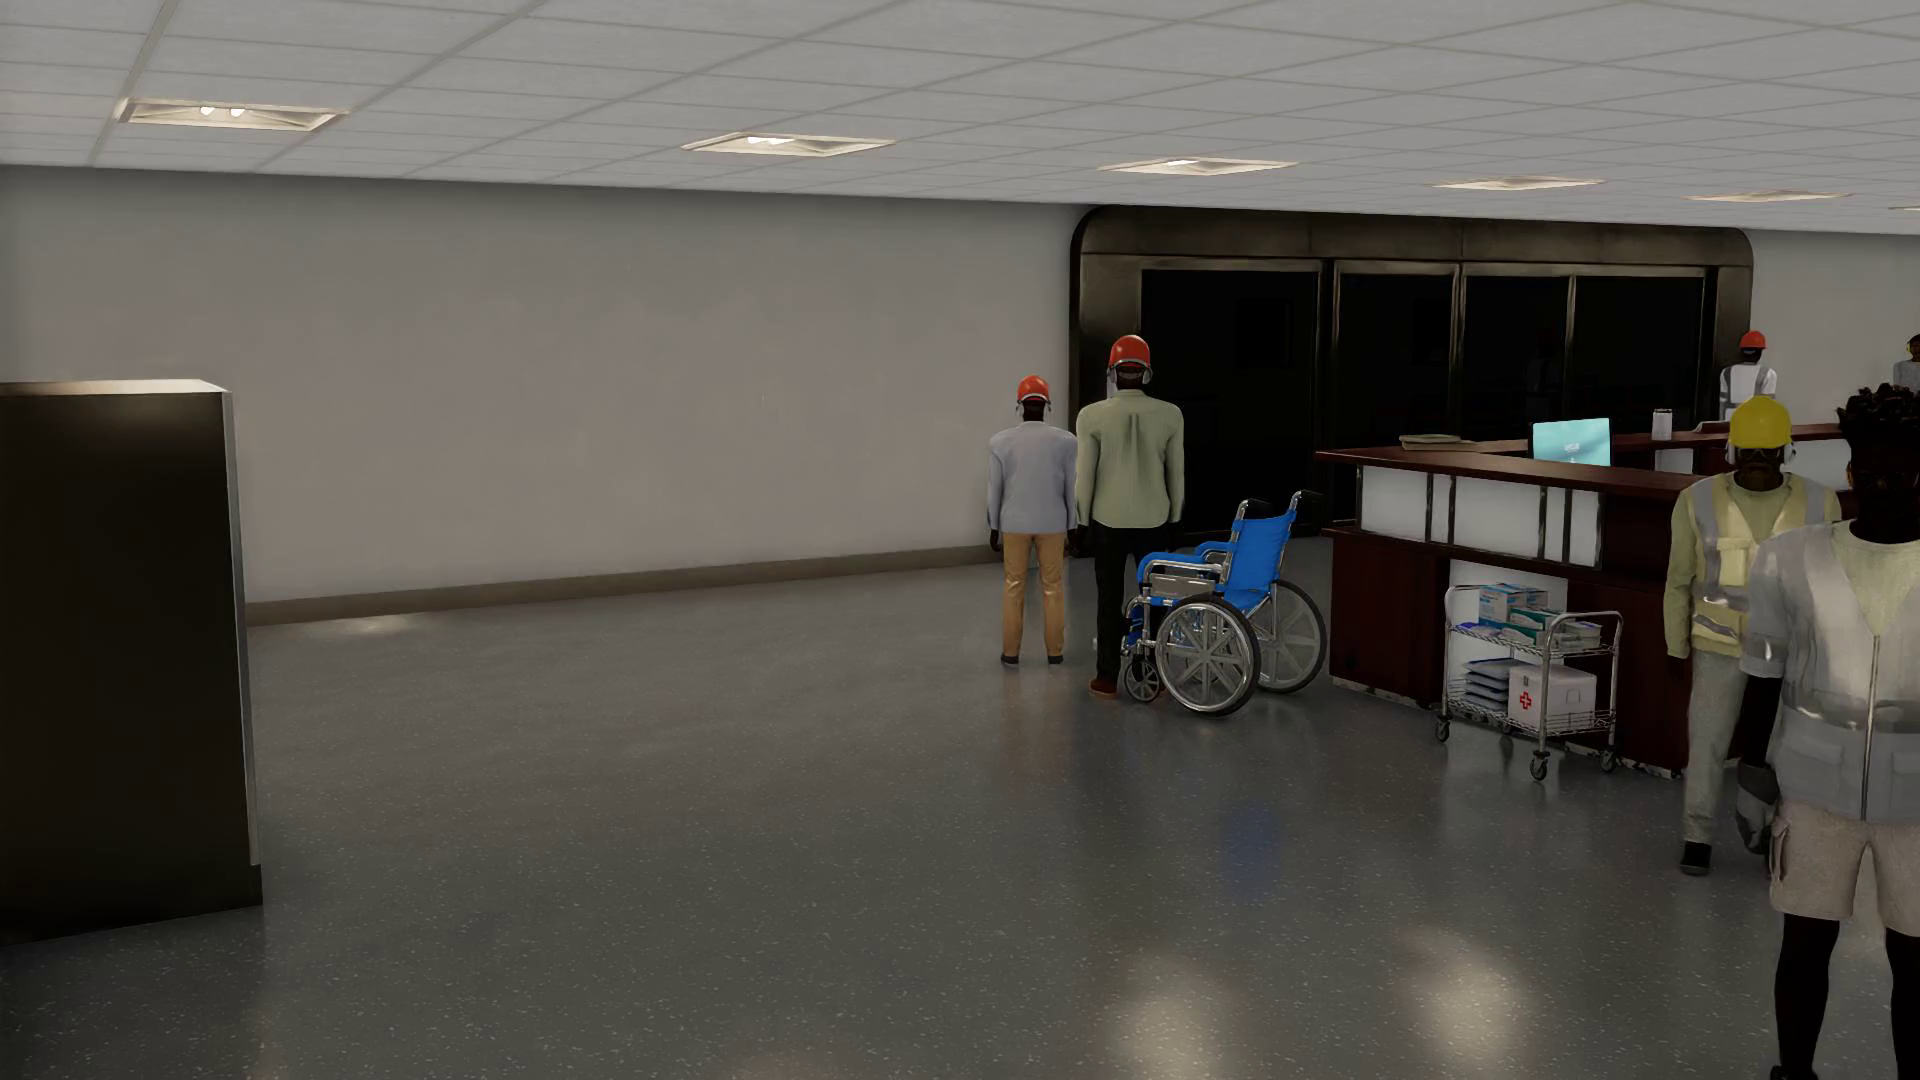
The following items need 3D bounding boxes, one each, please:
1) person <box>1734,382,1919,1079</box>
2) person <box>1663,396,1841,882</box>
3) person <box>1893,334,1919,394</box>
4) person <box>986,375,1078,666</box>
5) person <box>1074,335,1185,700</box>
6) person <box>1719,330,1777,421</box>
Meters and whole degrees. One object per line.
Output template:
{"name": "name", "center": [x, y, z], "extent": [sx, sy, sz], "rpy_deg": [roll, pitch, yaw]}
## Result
{"name": "person", "center": [2.193, 0.602, 4.015], "extent": [0.608, 1.962, 0.366], "rpy_deg": [5, 9, 33]}
{"name": "person", "center": [2.938, 0.373, 6.195], "extent": [0.598, 1.820, 0.408], "rpy_deg": [3, 8, 19]}
{"name": "person", "center": [11.101, -1.464, 19.349], "extent": [0.504, 1.861, 0.326], "rpy_deg": [4, 9, 25]}
{"name": "person", "center": [0.438, -0.112, 9.954], "extent": [0.564, 1.743, 0.350], "rpy_deg": [0, 8, 0]}
{"name": "person", "center": [0.920, -0.120, 9.106], "extent": [0.613, 1.994, 0.395], "rpy_deg": [-1, 8, -6]}
{"name": "person", "center": [7.794, -1.103, 16.466], "extent": [0.388, 1.930, 0.546], "rpy_deg": [-7, 11, -41]}
